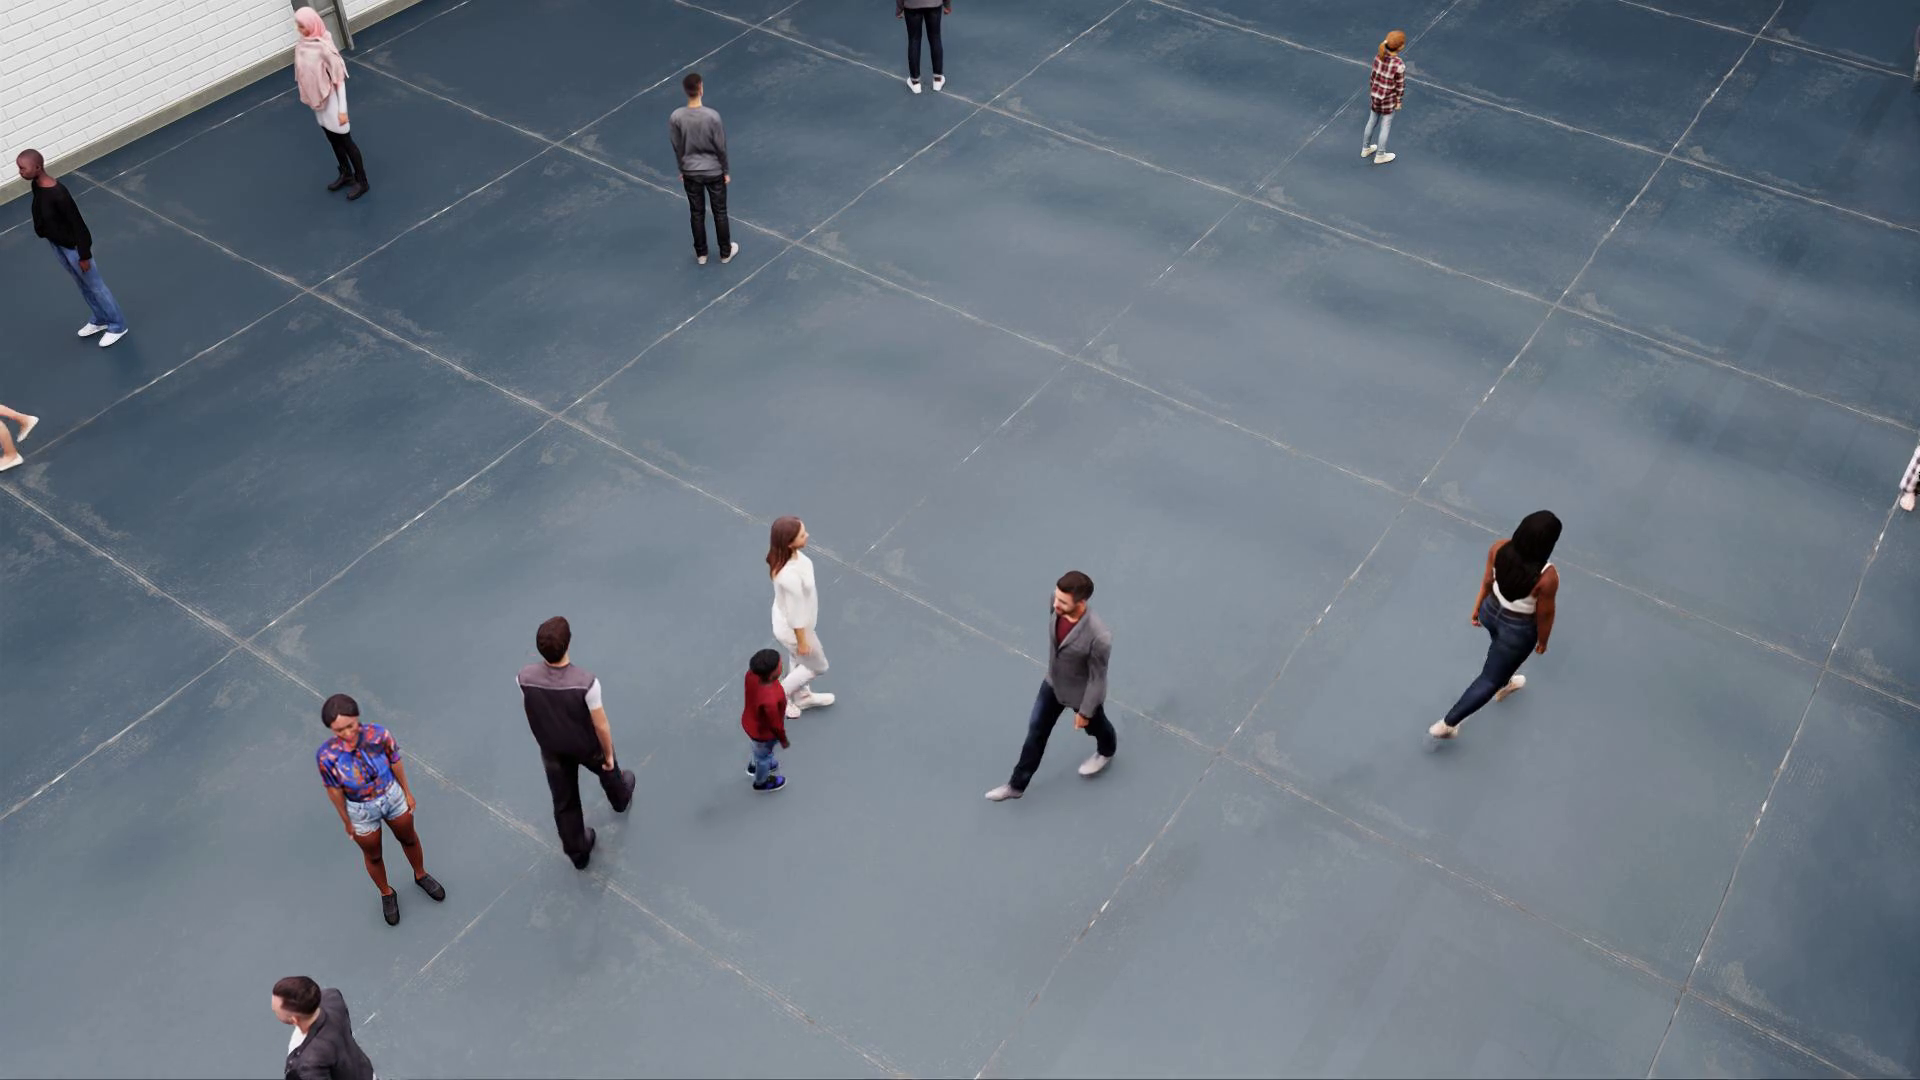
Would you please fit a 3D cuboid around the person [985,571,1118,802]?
[{"bbox_3d":[0.749,0.846,9.956,1.274,1.814,0.957,-28,50,-26],"label":"person"}]

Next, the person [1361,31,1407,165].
[{"bbox_3d":[3.980,-4.161,15.580,0.603,1.306,0.588,-28,50,-26],"label":"person"}]

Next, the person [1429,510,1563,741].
[{"bbox_3d":[3.329,0.564,10.284,1.271,1.770,0.958,-23,48,-23],"label":"person"}]

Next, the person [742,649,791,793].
[{"bbox_3d":[-1.250,1.131,10.071,0.632,1.243,0.605,-21,47,-21],"label":"person"}]

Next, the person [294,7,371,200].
[{"bbox_3d":[-5.685,-3.947,14.994,0.625,1.804,0.589,28,50,26],"label":"person"}]

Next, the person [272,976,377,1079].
[{"bbox_3d":[-2.903,2.670,8.036,0.907,1.822,0.843,-3,44,-3],"label":"person"}]

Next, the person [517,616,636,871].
[{"bbox_3d":[-2.254,1.240,9.535,0.956,1.825,1.078,0,44,0],"label":"person"}]

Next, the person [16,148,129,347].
[{"bbox_3d":[-7.153,-2.377,13.385,0.594,1.750,0.530,24,49,23],"label":"person"}]

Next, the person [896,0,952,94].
[{"bbox_3d":[-0.363,-5.291,16.396,0.792,1.817,0.822,-4,44,-4],"label":"person"}]

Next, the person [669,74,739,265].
[{"bbox_3d":[-2.189,-3.153,14.188,0.702,1.766,0.725,1,44,1],"label":"person"}]

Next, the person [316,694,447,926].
[{"bbox_3d":[-3.279,1.488,9.333,0.559,1.743,0.708,-27,50,-26],"label":"person"}]

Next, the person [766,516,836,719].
[{"bbox_3d":[-1.092,0.514,10.399,0.844,1.684,0.785,-9,44,-9],"label":"person"}]
